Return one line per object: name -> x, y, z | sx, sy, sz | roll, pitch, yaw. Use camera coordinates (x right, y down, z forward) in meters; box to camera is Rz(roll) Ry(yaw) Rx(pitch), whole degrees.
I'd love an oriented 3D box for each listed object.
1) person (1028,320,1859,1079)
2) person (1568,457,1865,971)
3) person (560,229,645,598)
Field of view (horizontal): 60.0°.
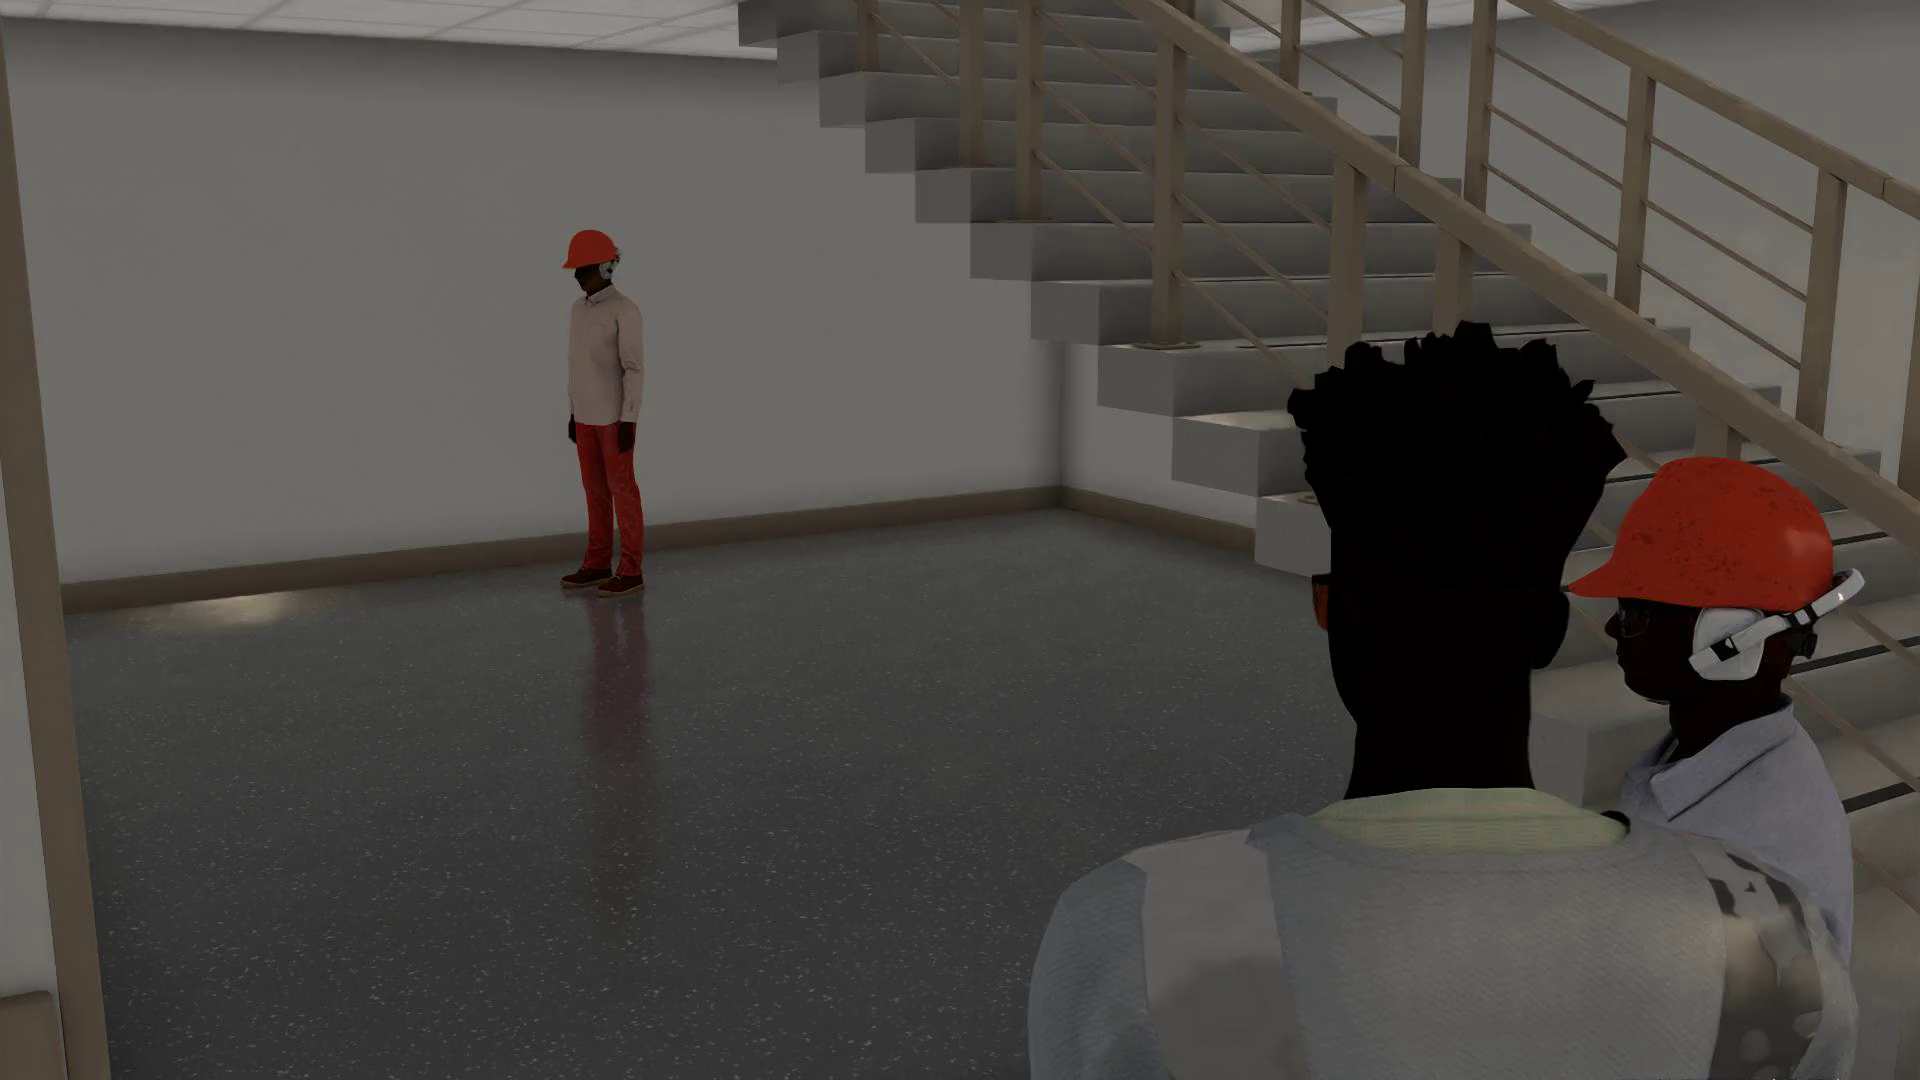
person -> 0.334, 0.815, 1.302 | 0.614, 1.952, 0.386 | -2, 11, -9
person -> 0.877, 0.768, 2.057 | 0.327, 1.753, 0.563 | 4, 11, 18
person -> -1.959, -0.686, 9.085 | 0.608, 1.990, 0.385 | 10, 15, 43
